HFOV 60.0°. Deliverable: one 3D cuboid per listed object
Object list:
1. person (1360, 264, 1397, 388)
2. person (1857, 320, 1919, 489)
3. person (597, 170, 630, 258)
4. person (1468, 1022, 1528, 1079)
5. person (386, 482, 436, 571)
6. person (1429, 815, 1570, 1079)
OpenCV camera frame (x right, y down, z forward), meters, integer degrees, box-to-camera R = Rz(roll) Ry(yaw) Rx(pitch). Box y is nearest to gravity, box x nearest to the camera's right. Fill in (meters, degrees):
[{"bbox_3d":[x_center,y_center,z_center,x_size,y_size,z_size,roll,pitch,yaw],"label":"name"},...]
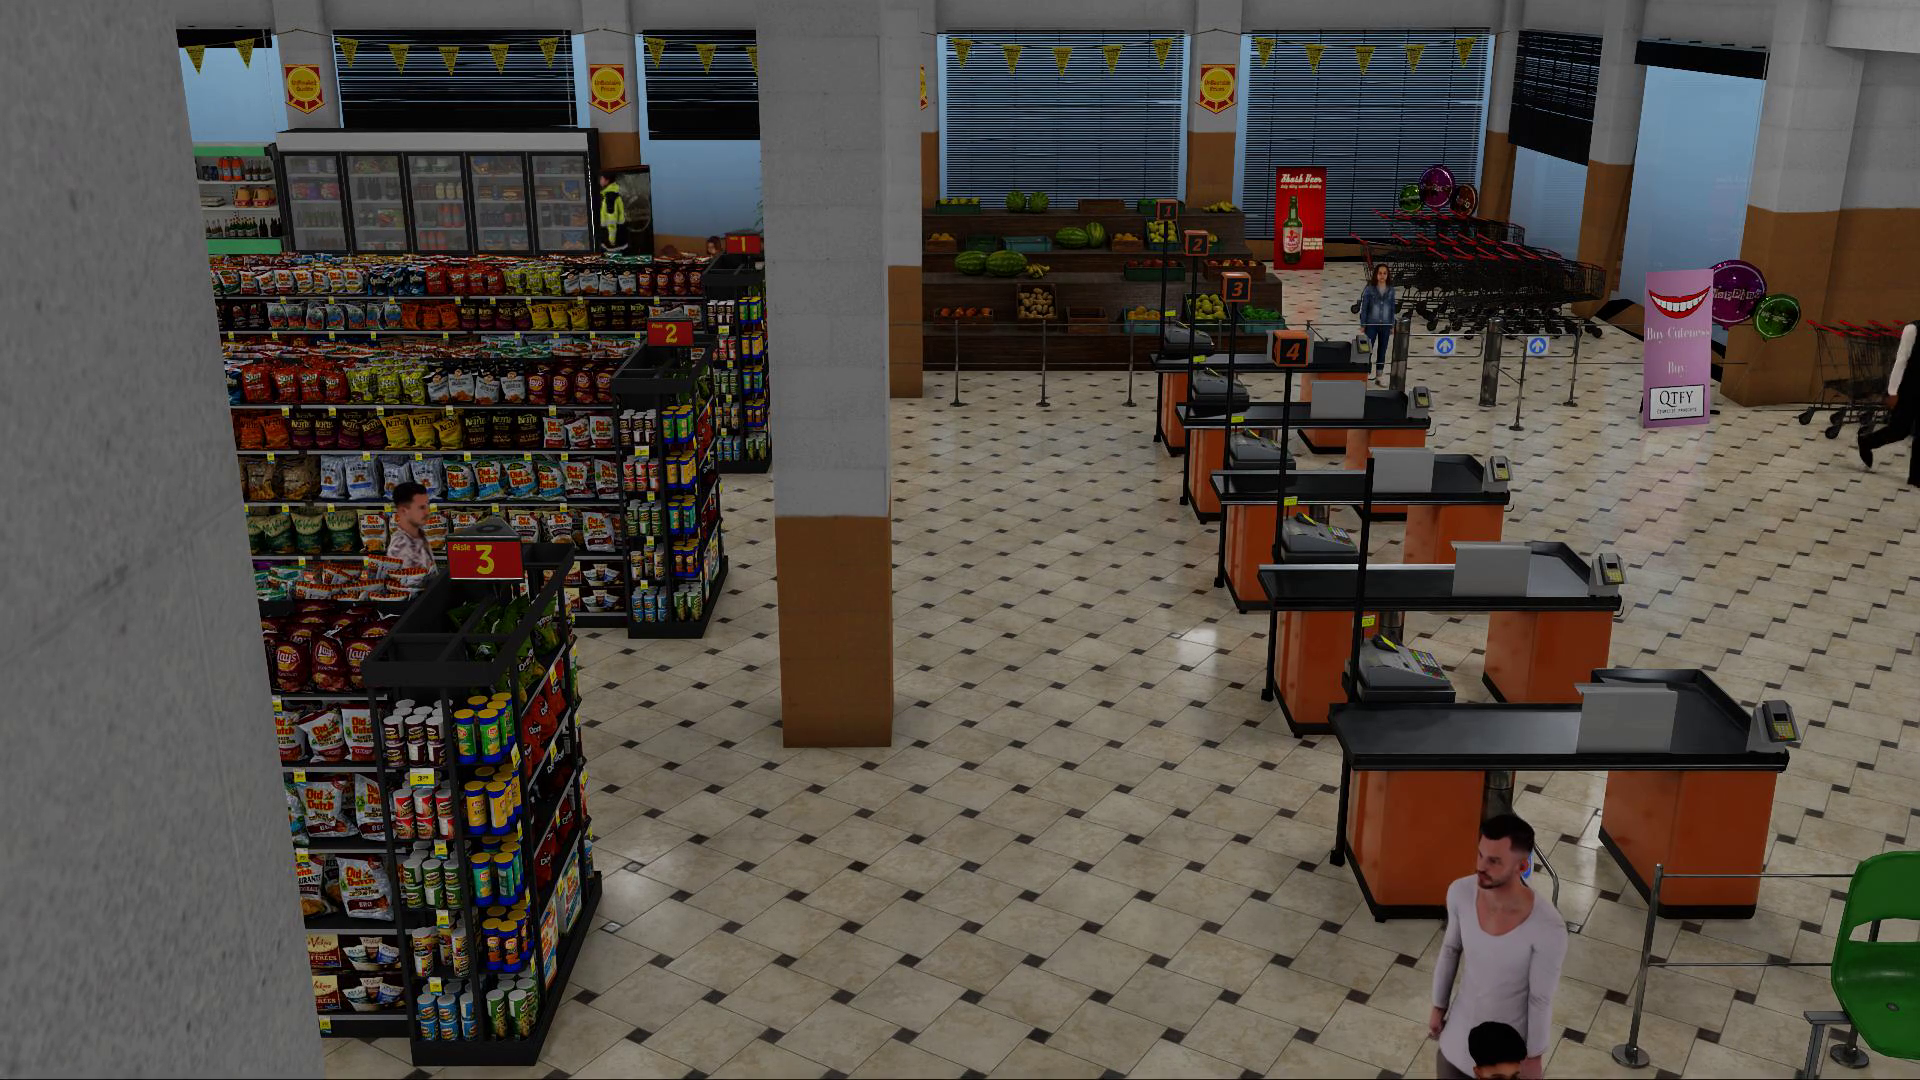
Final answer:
[{"bbox_3d":[5.020,-2.583,19.992,0.441,1.477,0.633,-1,19,-2],"label":"person"},{"bbox_3d":[9.169,-1.471,16.059,1.110,1.884,0.894,-4,19,-11],"label":"person"},{"bbox_3d":[-5.151,-4.615,25.285,1.241,1.947,0.904,-3,19,-10],"label":"person"},{"bbox_3d":[1.879,2.278,5.970,0.496,1.227,0.610,-5,19,-13],"label":"person"},{"bbox_3d":[-3.363,0.520,10.262,0.615,1.816,0.700,-3,19,-8],"label":"person"},{"bbox_3d":[2.012,1.850,6.283,0.771,1.837,0.748,-14,23,-35],"label":"person"}]
